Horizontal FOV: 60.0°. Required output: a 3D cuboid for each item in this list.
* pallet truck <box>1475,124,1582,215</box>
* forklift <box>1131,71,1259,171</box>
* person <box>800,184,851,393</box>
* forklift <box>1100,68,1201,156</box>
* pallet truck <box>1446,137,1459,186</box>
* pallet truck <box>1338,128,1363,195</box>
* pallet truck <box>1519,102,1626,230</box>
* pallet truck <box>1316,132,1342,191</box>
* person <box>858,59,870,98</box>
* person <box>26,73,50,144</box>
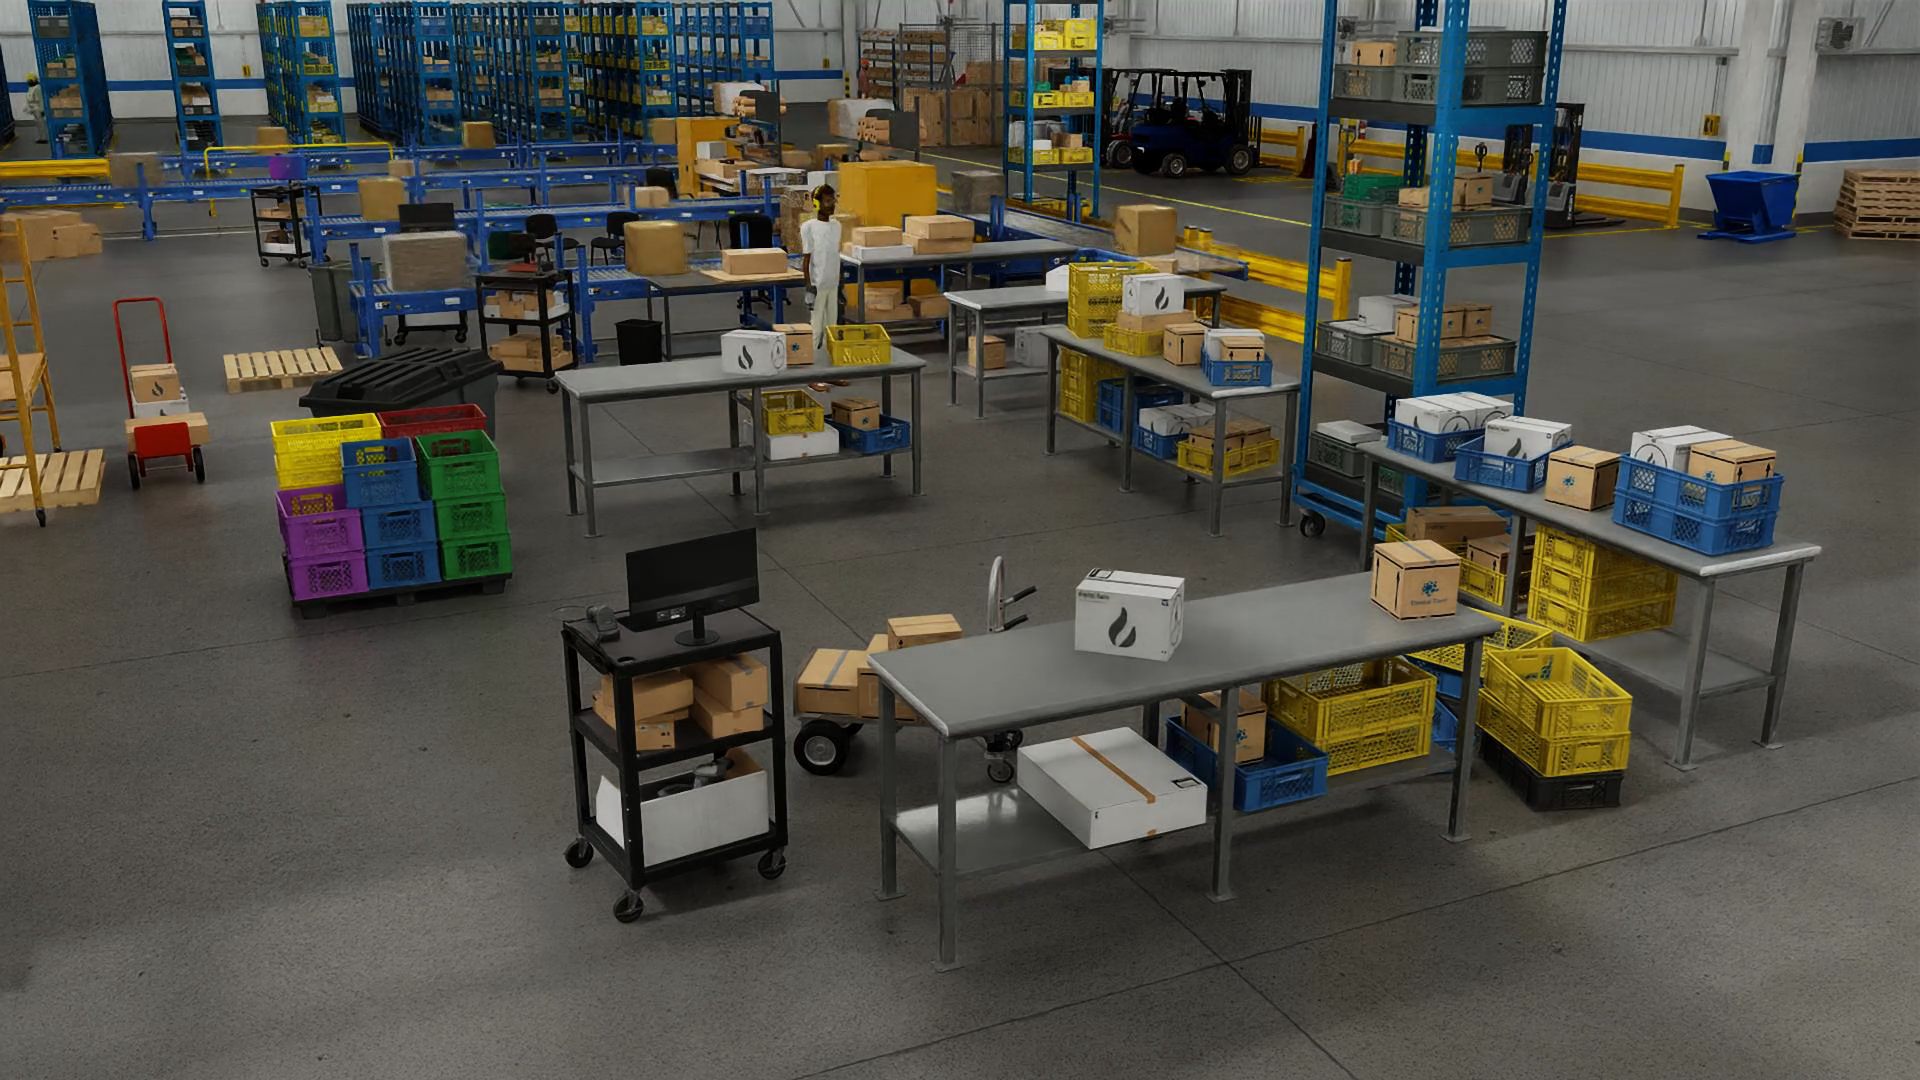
[{"bbox_3d":[9.707,-6.455,28.103,1.885,1.965,0.823,-7,19,-20],"label":"pallet truck"},{"bbox_3d":[4.998,-8.936,35.413,2.680,1.987,1.157,-9,20,-25],"label":"forklift"},{"bbox_3d":[-1.232,-2.304,15.226,0.325,1.875,0.513,13,22,35],"label":"person"},{"bbox_3d":[4.082,-9.564,37.410,2.680,1.987,1.157,-8,19,-23],"label":"forklift"},{"bbox_3d":[9.184,-6.485,29.328,1.630,1.274,0.653,-8,19,-23],"label":"pallet truck"},{"bbox_3d":[7.845,-7.140,31.411,1.522,1.261,0.704,-9,20,-25],"label":"pallet truck"},{"bbox_3d":[9.972,-6.037,26.785,1.885,1.965,0.823,-9,20,-25],"label":"pallet truck"},{"bbox_3d":[7.723,-7.504,32.656,1.601,1.201,0.680,-8,19,-23],"label":"pallet truck"},{"bbox_3d":[-2.901,-13.601,50.618,0.382,1.995,0.612,-5,18,-16],"label":"person"},{"bbox_3d":[-24.411,-11.420,44.017,0.600,1.829,0.404,16,24,42],"label":"person"}]
